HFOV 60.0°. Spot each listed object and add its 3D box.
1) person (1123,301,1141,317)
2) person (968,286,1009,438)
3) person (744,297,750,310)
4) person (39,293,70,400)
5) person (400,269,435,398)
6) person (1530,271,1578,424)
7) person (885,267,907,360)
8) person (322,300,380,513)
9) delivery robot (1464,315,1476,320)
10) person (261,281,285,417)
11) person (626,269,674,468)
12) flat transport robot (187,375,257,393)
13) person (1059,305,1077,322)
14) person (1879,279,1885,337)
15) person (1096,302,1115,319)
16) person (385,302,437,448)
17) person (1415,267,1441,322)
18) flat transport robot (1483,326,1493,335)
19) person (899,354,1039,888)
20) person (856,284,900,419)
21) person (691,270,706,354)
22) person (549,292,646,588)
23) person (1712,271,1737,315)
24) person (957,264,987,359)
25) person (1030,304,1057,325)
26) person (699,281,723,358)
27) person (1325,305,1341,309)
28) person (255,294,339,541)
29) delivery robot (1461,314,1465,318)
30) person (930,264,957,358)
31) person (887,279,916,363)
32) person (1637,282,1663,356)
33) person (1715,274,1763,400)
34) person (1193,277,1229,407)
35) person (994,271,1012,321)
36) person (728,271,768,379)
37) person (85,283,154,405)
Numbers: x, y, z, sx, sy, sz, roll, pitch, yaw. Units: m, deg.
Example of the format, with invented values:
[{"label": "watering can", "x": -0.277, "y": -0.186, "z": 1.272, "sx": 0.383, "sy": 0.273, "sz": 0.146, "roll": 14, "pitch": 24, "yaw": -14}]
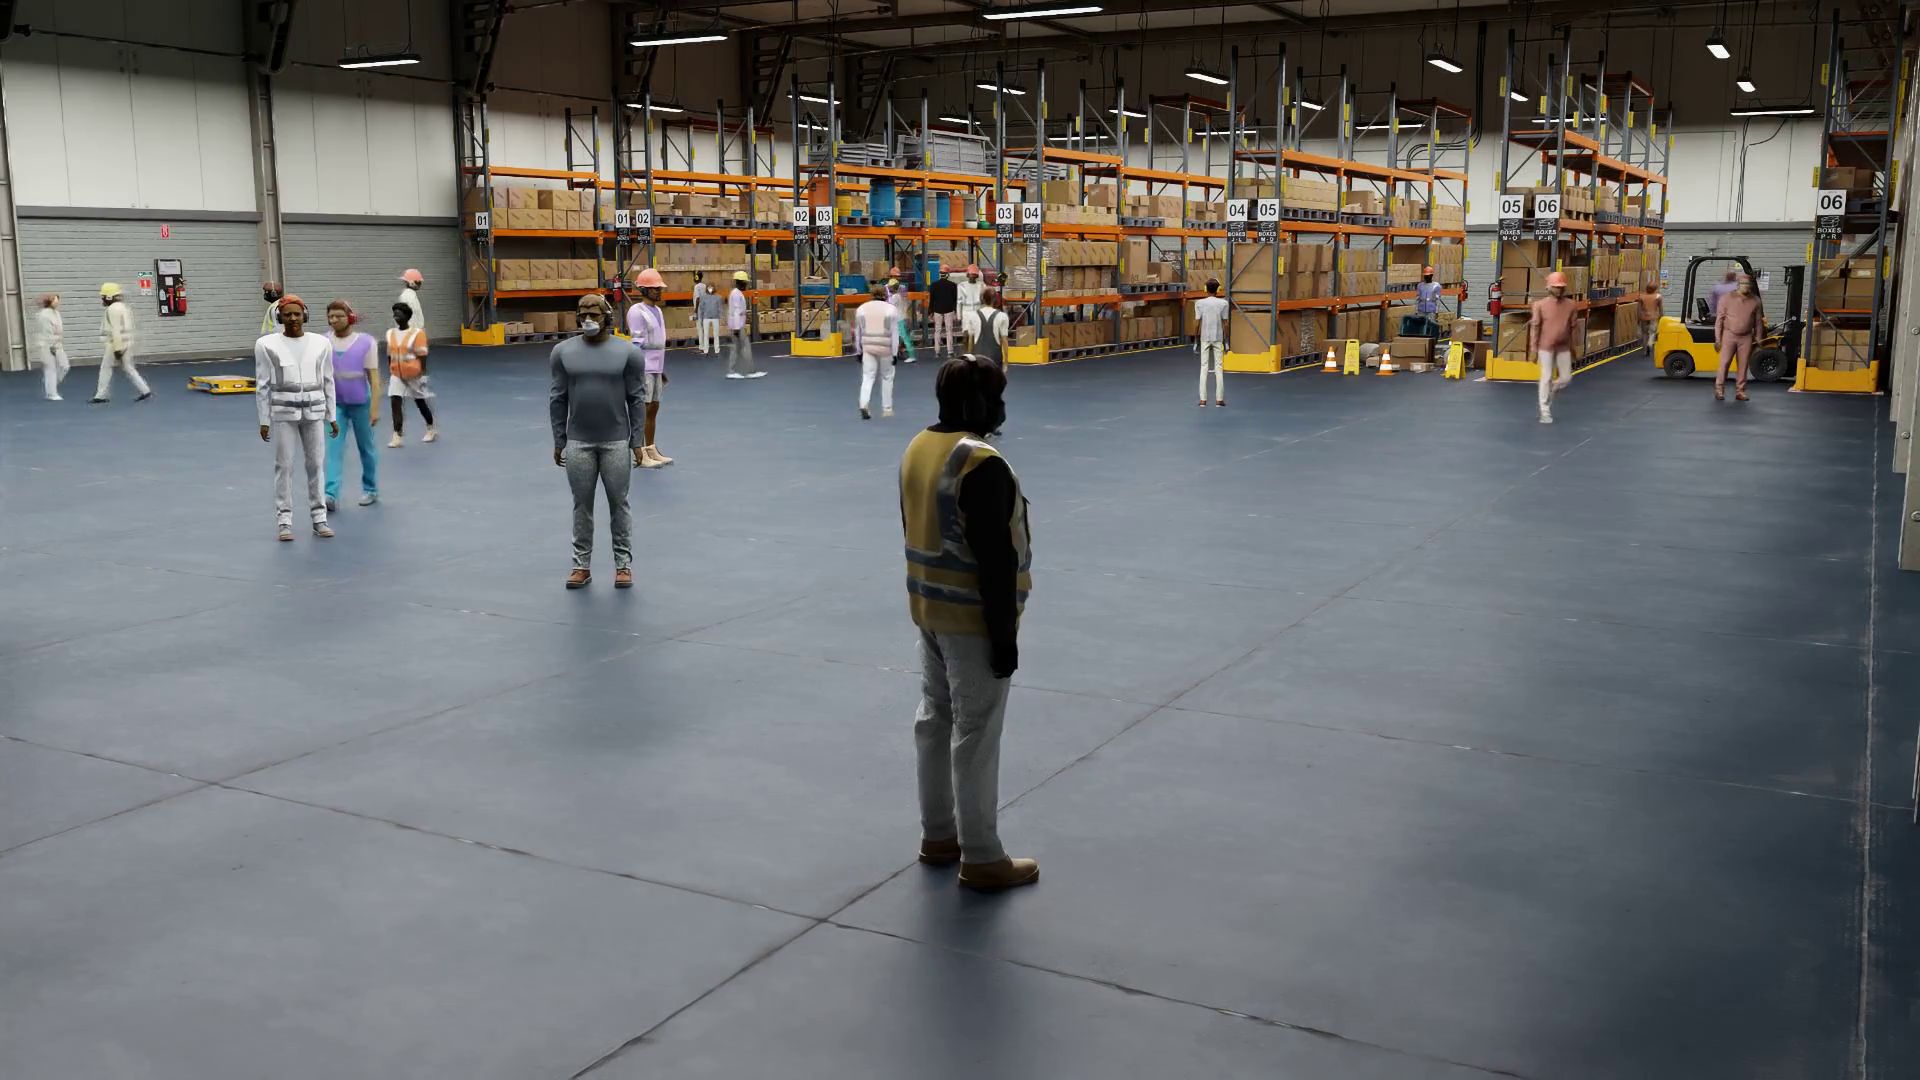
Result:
[{"label": "person", "x": 4.487, "y": -6.068, "z": 43.594, "sx": 0.521, "sy": 1.614, "sz": 0.514, "roll": 7, "pitch": 12, "yaw": 36}, {"label": "person", "x": 0.350, "y": -2.144, "z": 20.058, "sx": 0.502, "sy": 1.817, "sz": 0.718, "roll": 1, "pitch": 10, "yaw": 6}, {"label": "person", "x": -5.803, "y": -6.189, "z": 44.263, "sx": 0.499, "sy": 1.634, "sz": 0.285, "roll": 6, "pitch": 12, "yaw": 33}, {"label": "person", "x": -13.689, "y": -2.912, "z": 25.106, "sx": 0.359, "sy": 1.631, "sz": 0.520, "roll": 0, "pitch": 10, "yaw": -1}, {"label": "person", "x": -8.381, "y": -3.154, "z": 25.471, "sx": 0.496, "sy": 1.988, "sz": 0.648, "roll": -5, "pitch": 11, "yaw": -26}, {"label": "person", "x": 7.724, "y": -2.498, "z": 21.648, "sx": 0.643, "sy": 1.974, "sz": 0.463, "roll": -1, "pitch": 10, "yaw": -5}, {"label": "person", "x": -1.359, "y": -4.722, "z": 34.776, "sx": 0.545, "sy": 1.942, "sz": 0.354, "roll": -3, "pitch": 10, "yaw": -19}, {"label": "person", "x": -5.248, "y": -1.140, "z": 14.216, "sx": 0.591, "sy": 1.790, "sz": 0.955, "roll": 0, "pitch": 10, "yaw": 2}, {"label": "delivery robot", "x": 13.857, "y": -5.916, "z": 45.547, "sx": 0.707, "sy": 0.478, "sz": 0.477, "roll": -2, "pitch": 10, "yaw": -11}, {"label": "person", "x": -9.264, "y": -2.591, "z": 22.627, "sx": 0.429, "sy": 1.836, "sz": 0.628, "roll": -3, "pitch": 10, "yaw": -16}, {"label": "person", "x": -3.184, "y": -1.766, "z": 17.171, "sx": 0.381, "sy": 2.045, "sz": 0.605, "roll": 2, "pitch": 10, "yaw": 14}, {"label": "flat transport robot", "x": -11.832, "y": -2.509, "z": 26.705, "sx": 0.652, "sy": 0.197, "sz": 1.431, "roll": -9, "pitch": 13, "yaw": -42}, {"label": "person", "x": 3.002, "y": -6.478, "z": 45.042, "sx": 0.625, "sy": 1.945, "sz": 0.613, "roll": 5, "pitch": 11, "yaw": 28}, {"label": "person", "x": 24.509, "y": -6.397, "z": 44.651, "sx": 0.391, "sy": 1.920, "sz": 0.593, "roll": -7, "pitch": 12, "yaw": -34}, {"label": "person", "x": 3.542, "y": -5.611, "z": 40.581, "sx": 0.545, "sy": 1.735, "sz": 0.776, "roll": 4, "pitch": 10, "yaw": 21}, {"label": "person", "x": -6.338, "y": -1.915, "z": 19.157, "sx": 0.533, "sy": 1.662, "sz": 0.824, "roll": 2, "pitch": 10, "yaw": 12}, {"label": "person", "x": 10.501, "y": -5.167, "z": 37.394, "sx": 0.552, "sy": 1.936, "sz": 0.360, "roll": 6, "pitch": 11, "yaw": 31}, {"label": "flat transport robot", "x": 14.771, "y": -5.753, "z": 45.698, "sx": 0.652, "sy": 0.197, "sz": 1.431, "roll": 4, "pitch": 10, "yaw": 21}, {"label": "person", "x": 0.034, "y": 0.278, "z": 5.796, "sx": 0.429, "sy": 1.844, "sz": 0.625, "roll": -5, "pitch": 11, "yaw": -28}, {"label": "person", "x": -1.124, "y": -2.521, "z": 22.298, "sx": 0.640, "sy": 1.816, "sz": 0.818, "roll": 3, "pitch": 10, "yaw": 16}, {"label": "person", "x": -5.832, "y": -5.093, "z": 37.164, "sx": 0.328, "sy": 1.870, "sz": 0.512, "roll": 2, "pitch": 10, "yaw": 12}, {"label": "person", "x": -2.374, "y": -0.647, "z": 10.927, "sx": 0.630, "sy": 1.940, "sz": 0.371, "roll": 0, "pitch": 10, "yaw": -3}, {"label": "person", "x": 16.041, "y": -4.667, "z": 34.694, "sx": 0.669, "sy": 1.850, "sz": 0.980, "roll": 9, "pitch": 13, "yaw": 42}, {"label": "person", "x": 0.268, "y": -4.401, "z": 32.704, "sx": 0.607, "sy": 1.998, "sz": 0.974, "roll": -2, "pitch": 10, "yaw": -9}, {"label": "person", "x": 1.891, "y": -5.208, "z": 37.675, "sx": 0.623, "sy": 1.932, "sz": 0.370, "roll": 0, "pitch": 10, "yaw": -1}, {"label": "person", "x": -5.349, "y": -4.737, "z": 35.766, "sx": 0.500, "sy": 1.633, "sz": 0.285, "roll": -1, "pitch": 10, "yaw": -8}, {"label": "person", "x": 9.331, "y": -5.688, "z": 41.314, "sx": 0.514, "sy": 1.640, "sz": 0.309, "roll": 2, "pitch": 10, "yaw": 11}, {"label": "person", "x": -5.092, "y": -0.940, "z": 12.801, "sx": 0.584, "sy": 1.882, "sz": 0.339, "roll": -7, "pitch": 12, "yaw": -34}, {"label": "delivery robot", "x": 13.947, "y": -6.015, "z": 46.128, "sx": 0.477, "sy": 0.478, "sz": 0.707, "roll": -2, "pitch": 10, "yaw": -11}, {"label": "person", "x": -0.339, "y": -4.908, "z": 35.708, "sx": 0.623, "sy": 1.992, "sz": 0.392, "roll": 3, "pitch": 10, "yaw": 15}, {"label": "person", "x": -1.322, "y": -4.474, "z": 34.022, "sx": 0.938, "sy": 1.701, "sz": 0.524, "roll": 1, "pitch": 10, "yaw": 4}, {"label": "person", "x": 15.015, "y": -4.814, "z": 36.234, "sx": 0.524, "sy": 1.621, "sz": 0.613, "roll": 6, "pitch": 11, "yaw": 30}, {"label": "person", "x": 11.781, "y": -3.064, "z": 25.174, "sx": 0.655, "sy": 1.909, "sz": 0.405, "roll": 1, "pitch": 10, "yaw": 5}, {"label": "person", "x": 3.638, "y": -2.861, "z": 24.086, "sx": 0.521, "sy": 1.873, "sz": 0.328, "roll": 2, "pitch": 10, "yaw": 11}, {"label": "person", "x": 0.947, "y": -5.162, "z": 37.629, "sx": 0.529, "sy": 1.852, "sz": 0.675, "roll": 4, "pitch": 10, "yaw": 21}, {"label": "person", "x": -3.791, "y": -3.800, "z": 29.470, "sx": 0.760, "sy": 1.901, "sz": 0.615, "roll": -2, "pitch": 10, "yaw": -12}, {"label": "person", "x": -12.413, "y": -2.890, "z": 24.496, "sx": 0.896, "sy": 1.794, "sz": 0.606, "roll": -2, "pitch": 10, "yaw": -13}]
